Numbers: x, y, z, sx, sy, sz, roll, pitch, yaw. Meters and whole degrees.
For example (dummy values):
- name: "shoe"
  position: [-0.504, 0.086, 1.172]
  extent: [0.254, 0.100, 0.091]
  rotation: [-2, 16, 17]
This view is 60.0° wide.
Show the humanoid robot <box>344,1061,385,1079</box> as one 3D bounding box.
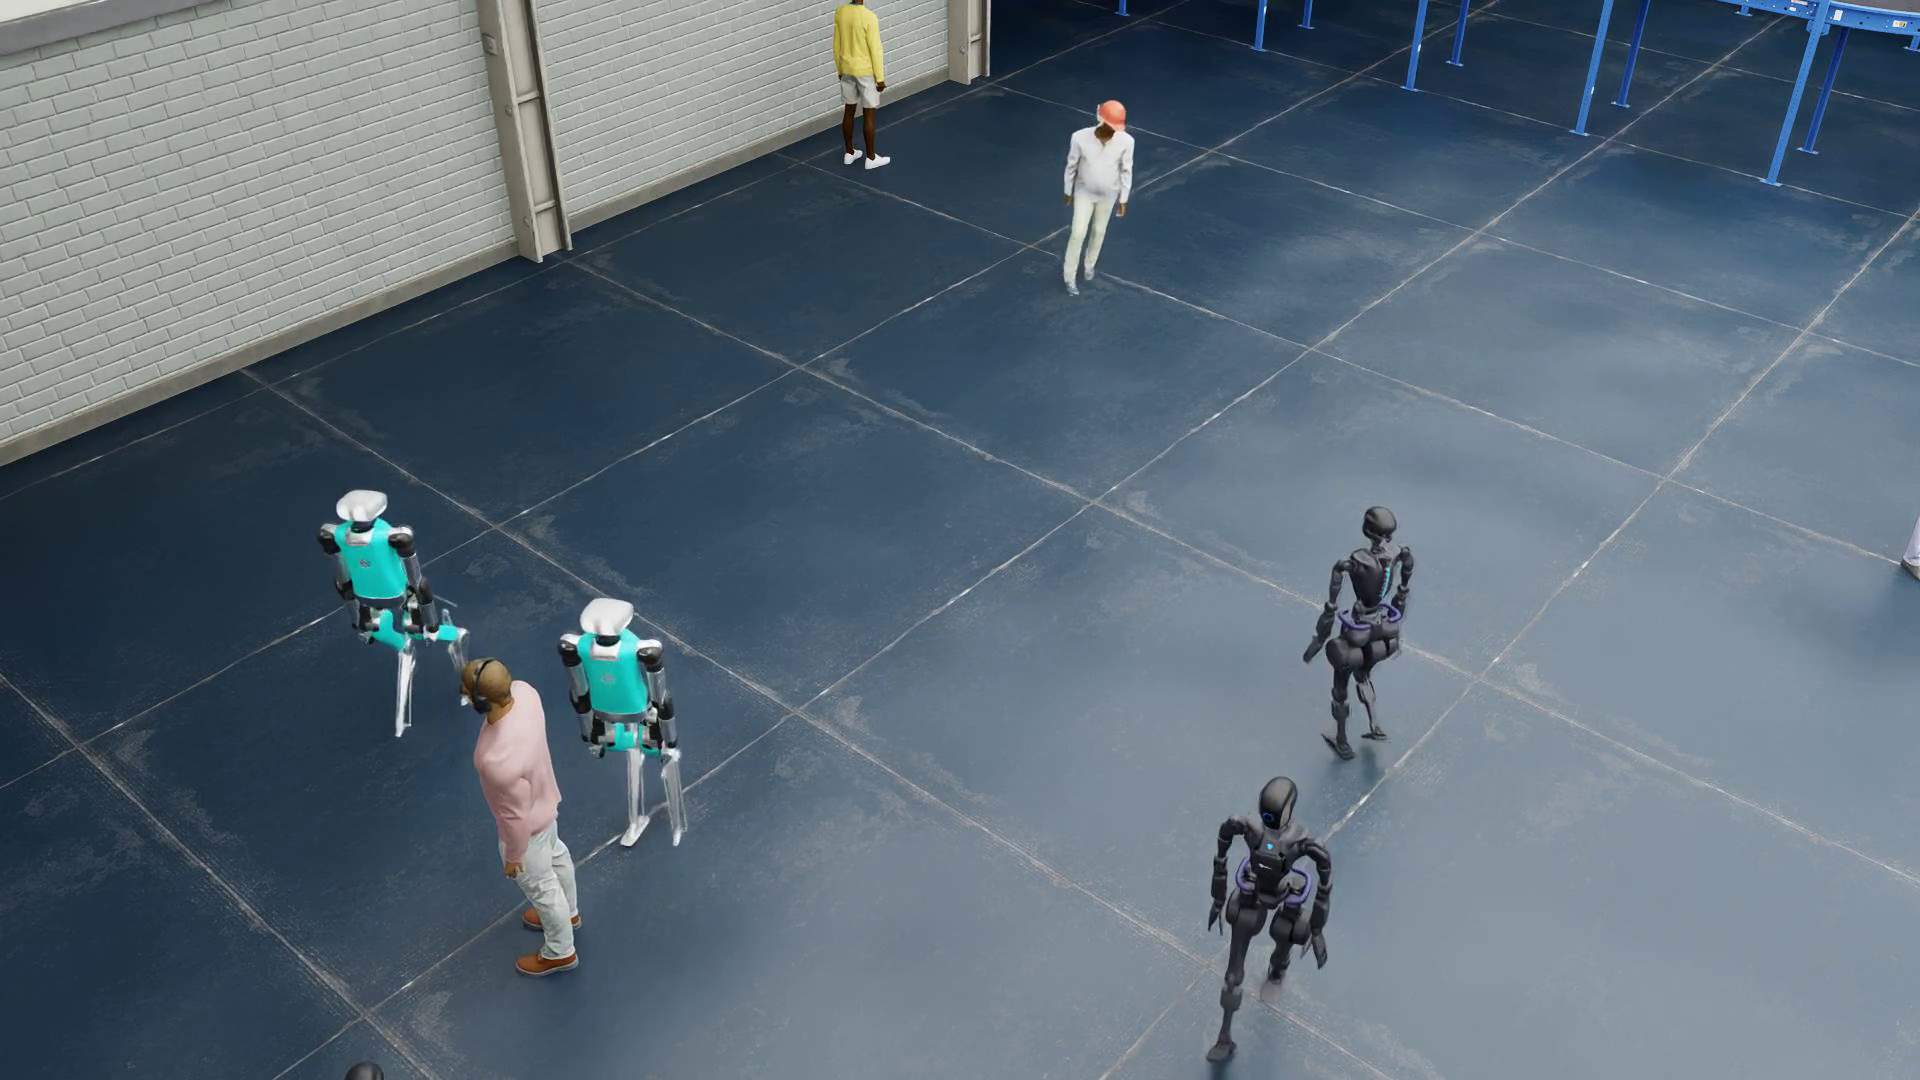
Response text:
- name: "humanoid robot"
  position: [-2.173, 2.559, 6.601]
  extent: [0.615, 1.638, 0.608]
  rotation: [-12, 37, -16]

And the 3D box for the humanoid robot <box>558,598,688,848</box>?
- name: "humanoid robot"
  position: [-1.707, 0.932, 8.821]
  extent: [0.530, 1.787, 0.701]
  rotation: [4, 36, 5]

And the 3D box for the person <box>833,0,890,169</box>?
- name: "person"
  position: [-0.996, -4.631, 16.485]
  extent: [0.555, 1.897, 0.358]
  rotation: [21, 40, 27]

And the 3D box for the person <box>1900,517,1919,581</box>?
- name: "person"
  position: [6.595, -0.570, 10.829]
  extent: [0.571, 1.843, 0.376]
  rotation: [-22, 41, -28]

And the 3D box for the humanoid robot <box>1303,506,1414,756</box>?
- name: "humanoid robot"
  position: [2.269, 0.539, 9.422]
  extent: [0.590, 1.646, 0.355]
  rotation: [-13, 38, -18]

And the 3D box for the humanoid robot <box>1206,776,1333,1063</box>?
- name: "humanoid robot"
  position: [1.452, 1.740, 7.764]
  extent: [0.594, 1.630, 0.789]
  rotation: [15, 38, 20]

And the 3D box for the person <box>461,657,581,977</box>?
- name: "person"
  position: [-2.117, 1.338, 8.072]
  extent: [0.363, 1.936, 0.630]
  rotation: [-2, 35, -2]

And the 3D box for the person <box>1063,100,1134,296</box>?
- name: "person"
  position: [1.183, -2.948, 14.292]
  extent: [0.579, 1.696, 0.730]
  rotation: [-1, 35, -1]

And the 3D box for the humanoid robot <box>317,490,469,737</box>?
- name: "humanoid robot"
  position: [-3.204, 0.349, 9.669]
  extent: [0.530, 1.801, 0.805]
  rotation: [3, 36, 5]
